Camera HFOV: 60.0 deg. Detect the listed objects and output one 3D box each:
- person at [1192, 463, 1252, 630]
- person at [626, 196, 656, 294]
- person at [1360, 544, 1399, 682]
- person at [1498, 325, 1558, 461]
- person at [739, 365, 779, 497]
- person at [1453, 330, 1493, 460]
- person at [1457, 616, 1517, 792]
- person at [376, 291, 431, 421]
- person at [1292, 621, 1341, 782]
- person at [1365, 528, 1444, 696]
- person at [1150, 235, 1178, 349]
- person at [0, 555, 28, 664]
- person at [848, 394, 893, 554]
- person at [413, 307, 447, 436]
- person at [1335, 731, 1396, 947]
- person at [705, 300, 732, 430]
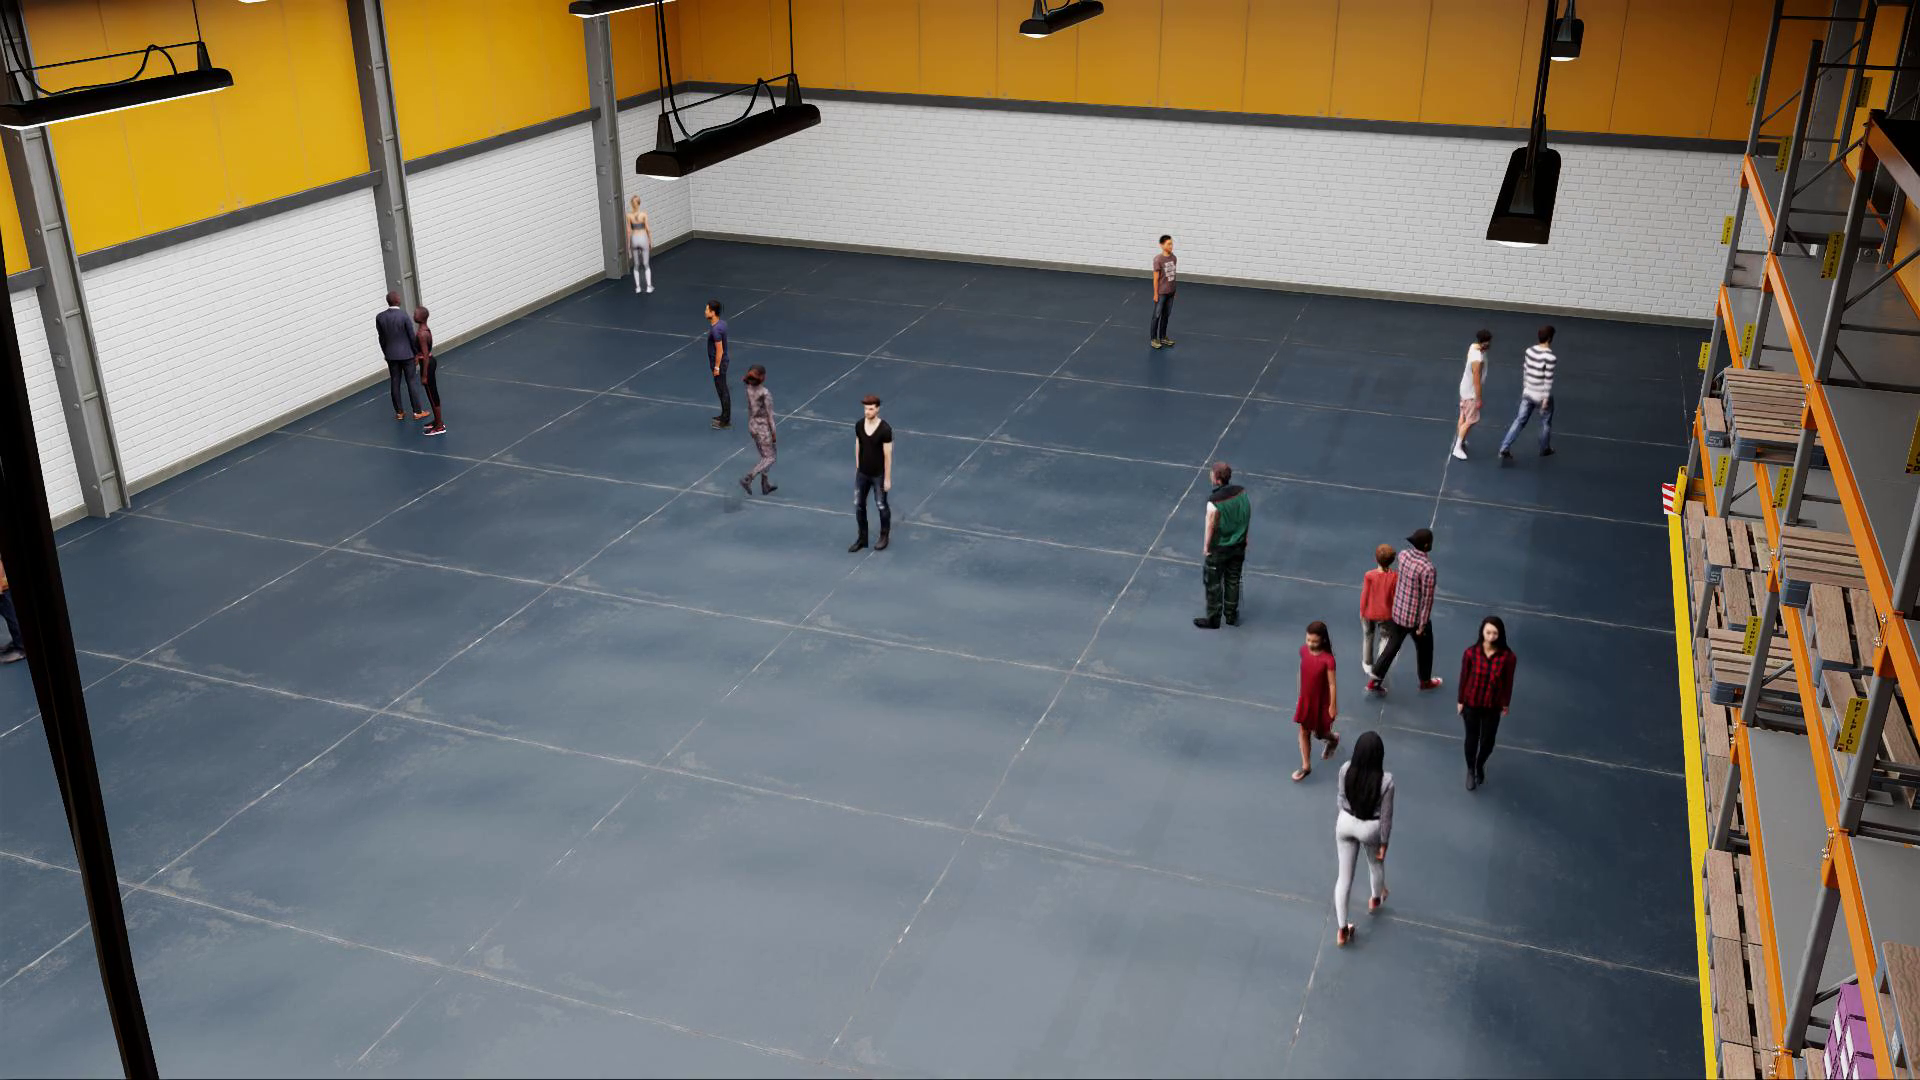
[{"bbox_3d":[2.788,0.036,17.174,0.807,1.823,0.876,-5,24,-11],"label":"person"},{"bbox_3d":[-5.663,-5.226,29.363,0.639,1.704,0.634,-1,24,-3],"label":"person"},{"bbox_3d":[4.071,0.721,16.125,0.609,1.409,0.794,4,24,8],"label":"person"},{"bbox_3d":[7.378,-1.851,21.508,1.261,1.810,1.124,-14,27,-29],"label":"person"},{"bbox_3d":[-2.488,-1.305,20.400,0.971,1.698,0.804,-22,32,-40],"label":"person"},{"bbox_3d":[6.701,-1.974,21.865,0.915,1.749,0.577,-2,24,-5],"label":"person"},{"bbox_3d":[4.508,1.366,14.350,0.592,1.649,0.544,7,25,15],"label":"person"},{"bbox_3d":[-7.779,-2.568,23.132,0.743,1.824,0.686,3,24,6],"label":"person"},{"bbox_3d":[3.142,1.351,14.541,0.724,1.524,0.903,20,31,39],"label":"person"},{"bbox_3d":[4.213,0.702,15.750,1.202,1.745,1.089,-14,27,-29],"label":"person"},{"bbox_3d":[3.219,-3.951,26.348,0.657,1.780,0.769,-18,29,-35],"label":"person"},{"bbox_3d":[-9.542,0.334,16.516,0.864,1.806,0.824,-14,27,-29],"label":"person"},{"bbox_3d":[-0.937,-0.795,19.011,0.757,1.876,0.869,12,26,25],"label":"person"},{"bbox_3d":[-7.232,-2.323,22.654,0.724,1.758,0.637,-6,24,-14],"label":"person"},{"bbox_3d":[2.933,2.232,12.314,0.692,1.692,1.040,12,26,25],"label":"person"},{"bbox_3d":[-3.303,-2.426,22.845,0.779,1.793,0.620,-2,24,-4],"label":"person"}]
